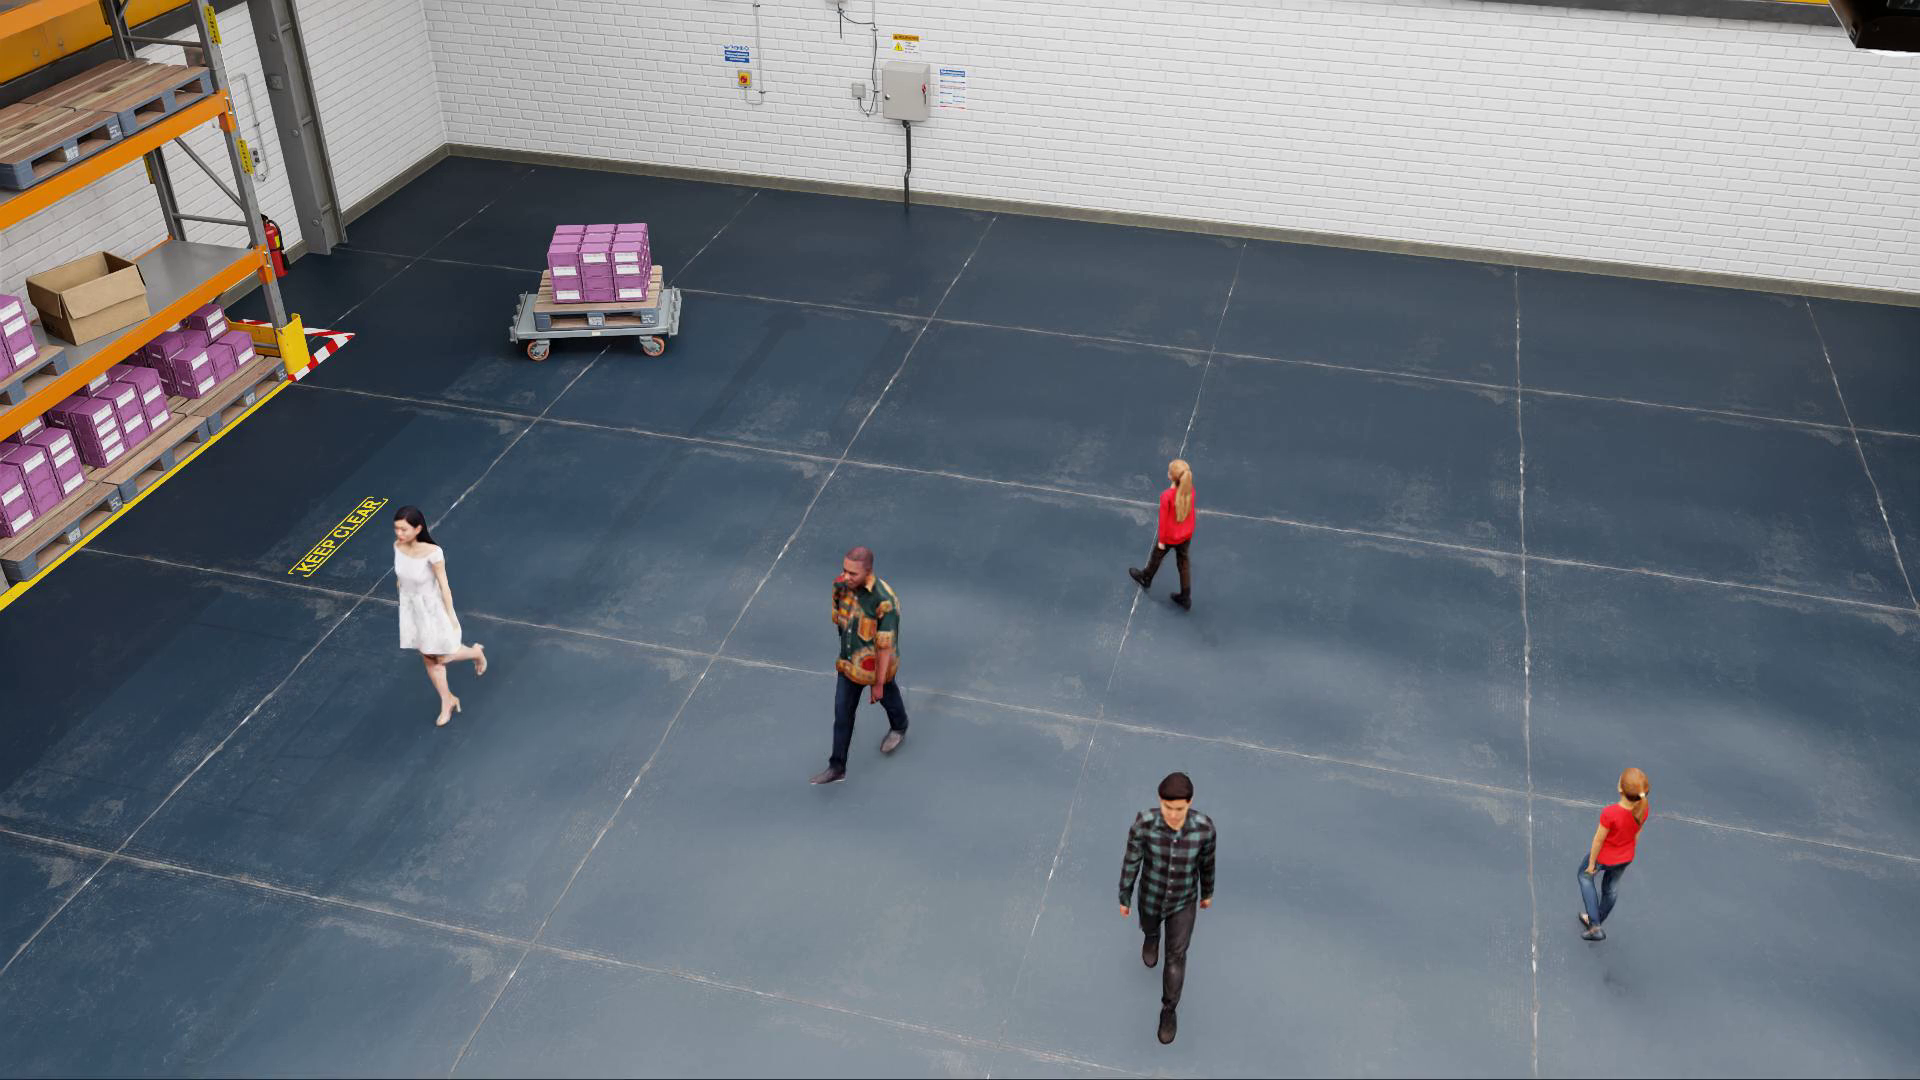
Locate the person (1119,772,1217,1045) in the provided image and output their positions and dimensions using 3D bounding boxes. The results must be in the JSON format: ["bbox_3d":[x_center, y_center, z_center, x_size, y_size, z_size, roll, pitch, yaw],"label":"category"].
[{"bbox_3d":[1.182,1.929,9.392,0.783,1.685,1.104,5,34,8],"label":"person"}]

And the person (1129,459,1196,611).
[{"bbox_3d":[1.697,-0.015,12.846,0.835,1.258,0.879,-20,38,-27],"label":"person"}]

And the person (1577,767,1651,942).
[{"bbox_3d":[3.912,1.919,9.900,0.583,1.299,0.662,-4,34,-7],"label":"person"}]

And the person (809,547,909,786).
[{"bbox_3d":[-0.559,0.786,11.192,0.956,1.755,1.262,21,39,28],"label":"person"}]

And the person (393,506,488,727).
[{"bbox_3d":[-3.659,0.486,11.637,0.710,1.762,0.934,15,36,21],"label":"person"}]
